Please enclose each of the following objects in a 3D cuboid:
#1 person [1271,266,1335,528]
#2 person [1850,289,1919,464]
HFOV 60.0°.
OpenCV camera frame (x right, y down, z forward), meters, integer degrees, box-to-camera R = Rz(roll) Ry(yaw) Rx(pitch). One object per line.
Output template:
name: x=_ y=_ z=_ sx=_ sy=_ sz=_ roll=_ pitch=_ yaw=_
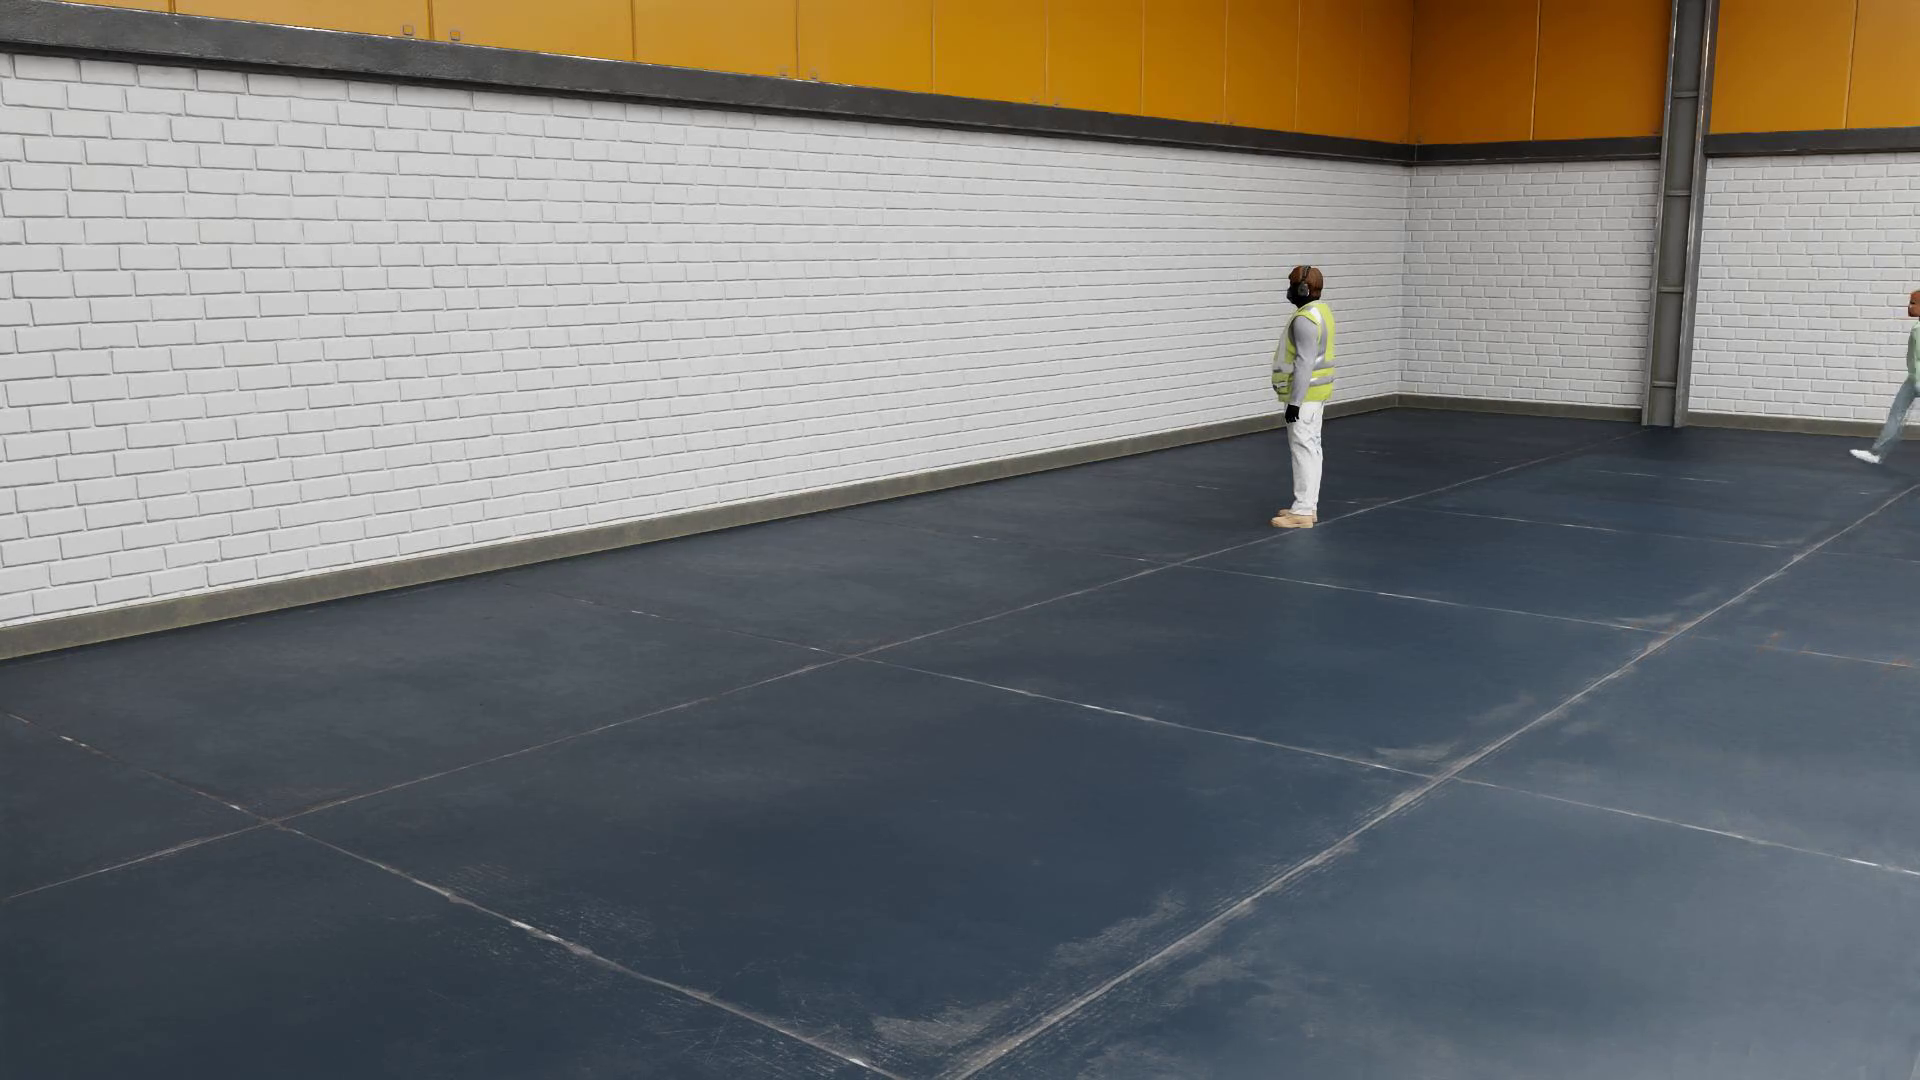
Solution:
person: x=2.414 y=-1.007 z=11.764 sx=0.429 sy=1.844 sz=0.622 roll=4 pitch=11 yaw=21
person: x=8.542 y=-1.436 z=14.849 sx=0.504 sy=1.587 sz=0.870 roll=-8 pitch=13 yaw=-36
